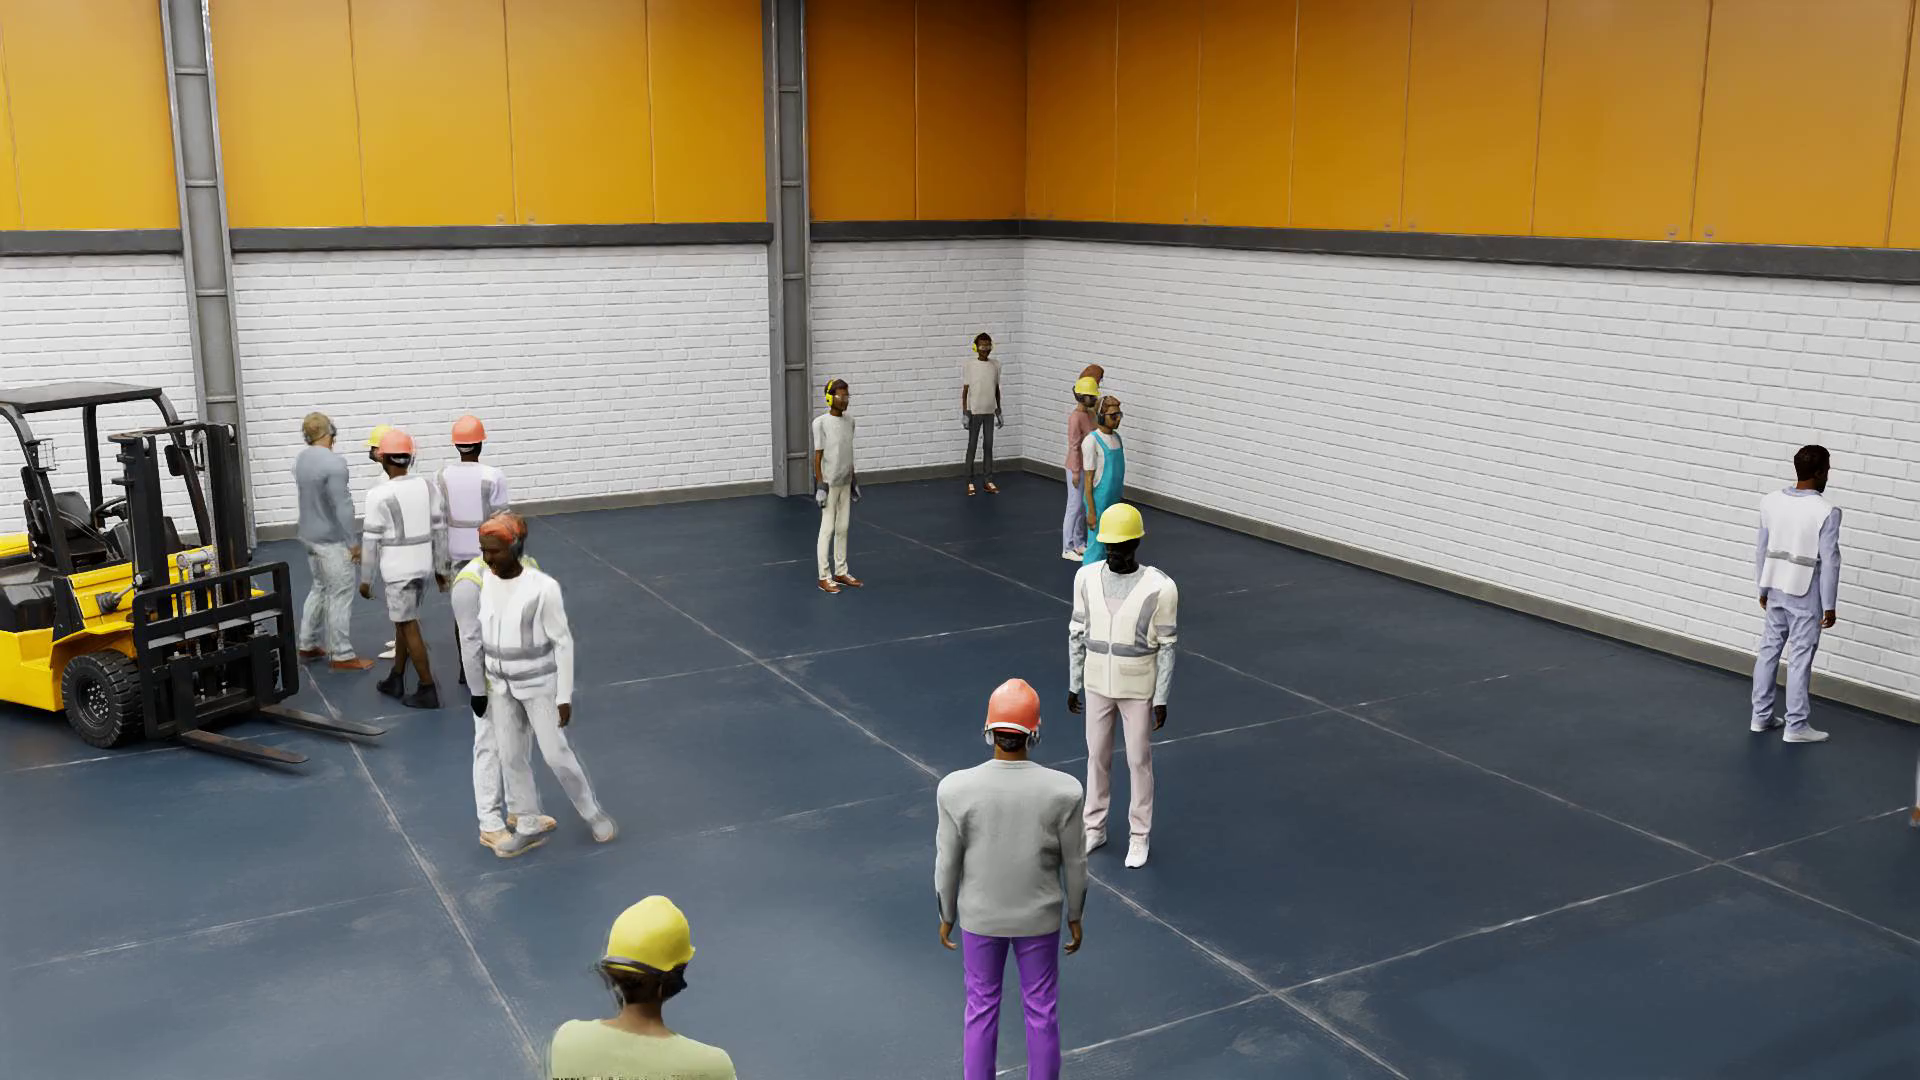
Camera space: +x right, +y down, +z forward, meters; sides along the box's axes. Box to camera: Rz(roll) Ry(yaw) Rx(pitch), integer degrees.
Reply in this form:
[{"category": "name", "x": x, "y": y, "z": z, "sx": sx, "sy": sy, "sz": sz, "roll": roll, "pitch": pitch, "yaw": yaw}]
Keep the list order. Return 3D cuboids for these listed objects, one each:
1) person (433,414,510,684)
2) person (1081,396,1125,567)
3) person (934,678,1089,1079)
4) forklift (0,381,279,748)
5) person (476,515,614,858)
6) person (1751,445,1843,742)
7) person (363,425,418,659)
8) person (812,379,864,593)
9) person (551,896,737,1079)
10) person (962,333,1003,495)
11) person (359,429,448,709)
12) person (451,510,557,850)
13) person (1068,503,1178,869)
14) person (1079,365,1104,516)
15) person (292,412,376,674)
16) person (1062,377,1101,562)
[{"category": "person", "x": -3.439, "y": 0.075, "z": 11.843, "sx": 0.544, "sy": 1.943, "sz": 0.347, "roll": 1, "pitch": 12, "yaw": 5}, {"category": "person", "x": 1.194, "y": -0.271, "z": 13.693, "sx": 0.341, "sy": 1.845, "sz": 0.511, "roll": 8, "pitch": 14, "yaw": 33}, {"category": "person", "x": 0.192, "y": 1.370, "z": 6.215, "sx": 0.573, "sy": 1.750, "sz": 0.329, "roll": 0, "pitch": 12, "yaw": 1}, {"category": "forklift", "x": -5.853, "y": 0.085, "z": 11.199, "sx": 2.313, "sy": 2.155, "sz": 1.214, "roll": 7, "pitch": 14, "yaw": 28}, {"category": "person", "x": -2.253, "y": 0.760, "z": 8.859, "sx": 0.645, "sy": 1.856, "sz": 0.625, "roll": 6, "pitch": 13, "yaw": 24}, {"category": "person", "x": 5.354, "y": 0.338, "z": 10.665, "sx": 0.392, "sy": 1.919, "sz": 0.590, "roll": -5, "pitch": 13, "yaw": -23}, {"category": "person", "x": -4.288, "y": 0.008, "z": 12.564, "sx": 0.307, "sy": 1.772, "sz": 0.526, "roll": -2, "pitch": 12, "yaw": -8}, {"category": "person", "x": -1.072, "y": -0.483, "z": 14.620, "sx": 0.329, "sy": 1.876, "sz": 0.508, "roll": 9, "pitch": 15, "yaw": 37}, {"category": "person", "x": -0.761, "y": 1.762, "z": 4.381, "sx": 0.557, "sy": 1.749, "sz": 0.475, "roll": 5, "pitch": 13, "yaw": 22}, {"category": "person", "x": 0.262, "y": -1.459, "z": 19.204, "sx": 0.508, "sy": 1.872, "sz": 0.329, "roll": -5, "pitch": 13, "yaw": -23}, {"category": "person", "x": -3.861, "y": 0.196, "z": 11.369, "sx": 0.762, "sy": 1.896, "sz": 0.550, "roll": 7, "pitch": 14, "yaw": 28}, {"category": "person", "x": -2.431, "y": 0.742, "z": 8.976, "sx": 0.430, "sy": 1.835, "sz": 0.625, "roll": 5, "pitch": 13, "yaw": 21}, {"category": "person", "x": 0.833, "y": 0.754, "z": 8.696, "sx": 0.587, "sy": 1.928, "sz": 0.363, "roll": 6, "pitch": 13, "yaw": 26}, {"category": "person", "x": 1.405, "y": -1.082, "z": 17.992, "sx": 0.280, "sy": 1.633, "sz": 0.498, "roll": 1, "pitch": 12, "yaw": 5}, {"category": "person", "x": -4.651, "y": 0.025, "z": 12.192, "sx": 0.699, "sy": 1.902, "sz": 0.383, "roll": 12, "pitch": 17, "yaw": 44}, {"category": "person", "x": 1.173, "y": -0.676, "z": 15.805, "sx": 0.338, "sy": 1.757, "sz": 0.519, "roll": 5, "pitch": 13, "yaw": 21}]
